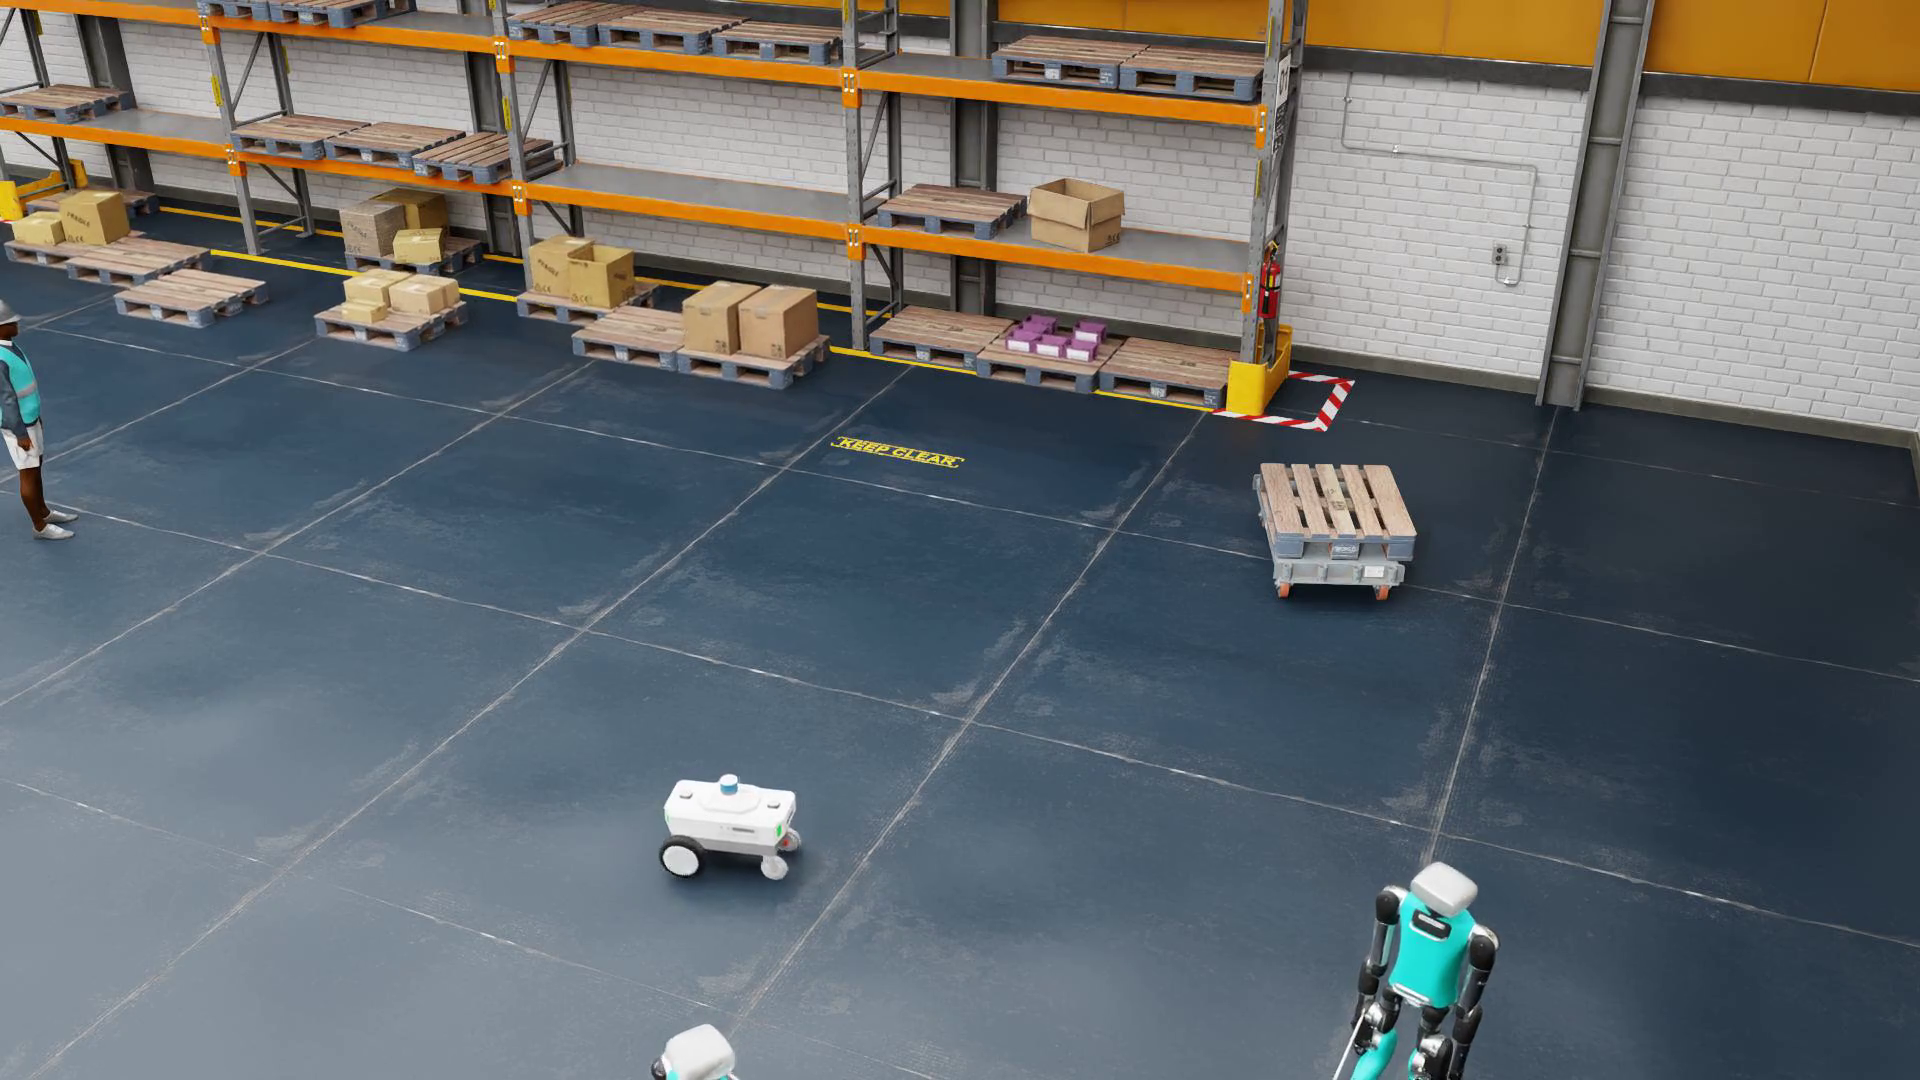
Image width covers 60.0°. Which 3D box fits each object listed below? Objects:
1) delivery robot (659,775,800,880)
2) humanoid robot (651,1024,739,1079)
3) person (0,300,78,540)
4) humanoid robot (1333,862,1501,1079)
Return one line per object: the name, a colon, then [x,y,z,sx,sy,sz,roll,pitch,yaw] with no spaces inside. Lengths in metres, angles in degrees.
delivery robot: [-1.302,1.607,9.490,0.767,0.583,0.499,5,28,9]
humanoid robot: [-0.740,2.507,6.481,0.991,1.741,0.548,-24,35,-38]
person: [-7.306,-0.930,12.912,0.417,1.941,0.552,-9,29,-16]
humanoid robot: [1.847,2.204,7.047,0.550,1.737,0.977,20,33,34]
